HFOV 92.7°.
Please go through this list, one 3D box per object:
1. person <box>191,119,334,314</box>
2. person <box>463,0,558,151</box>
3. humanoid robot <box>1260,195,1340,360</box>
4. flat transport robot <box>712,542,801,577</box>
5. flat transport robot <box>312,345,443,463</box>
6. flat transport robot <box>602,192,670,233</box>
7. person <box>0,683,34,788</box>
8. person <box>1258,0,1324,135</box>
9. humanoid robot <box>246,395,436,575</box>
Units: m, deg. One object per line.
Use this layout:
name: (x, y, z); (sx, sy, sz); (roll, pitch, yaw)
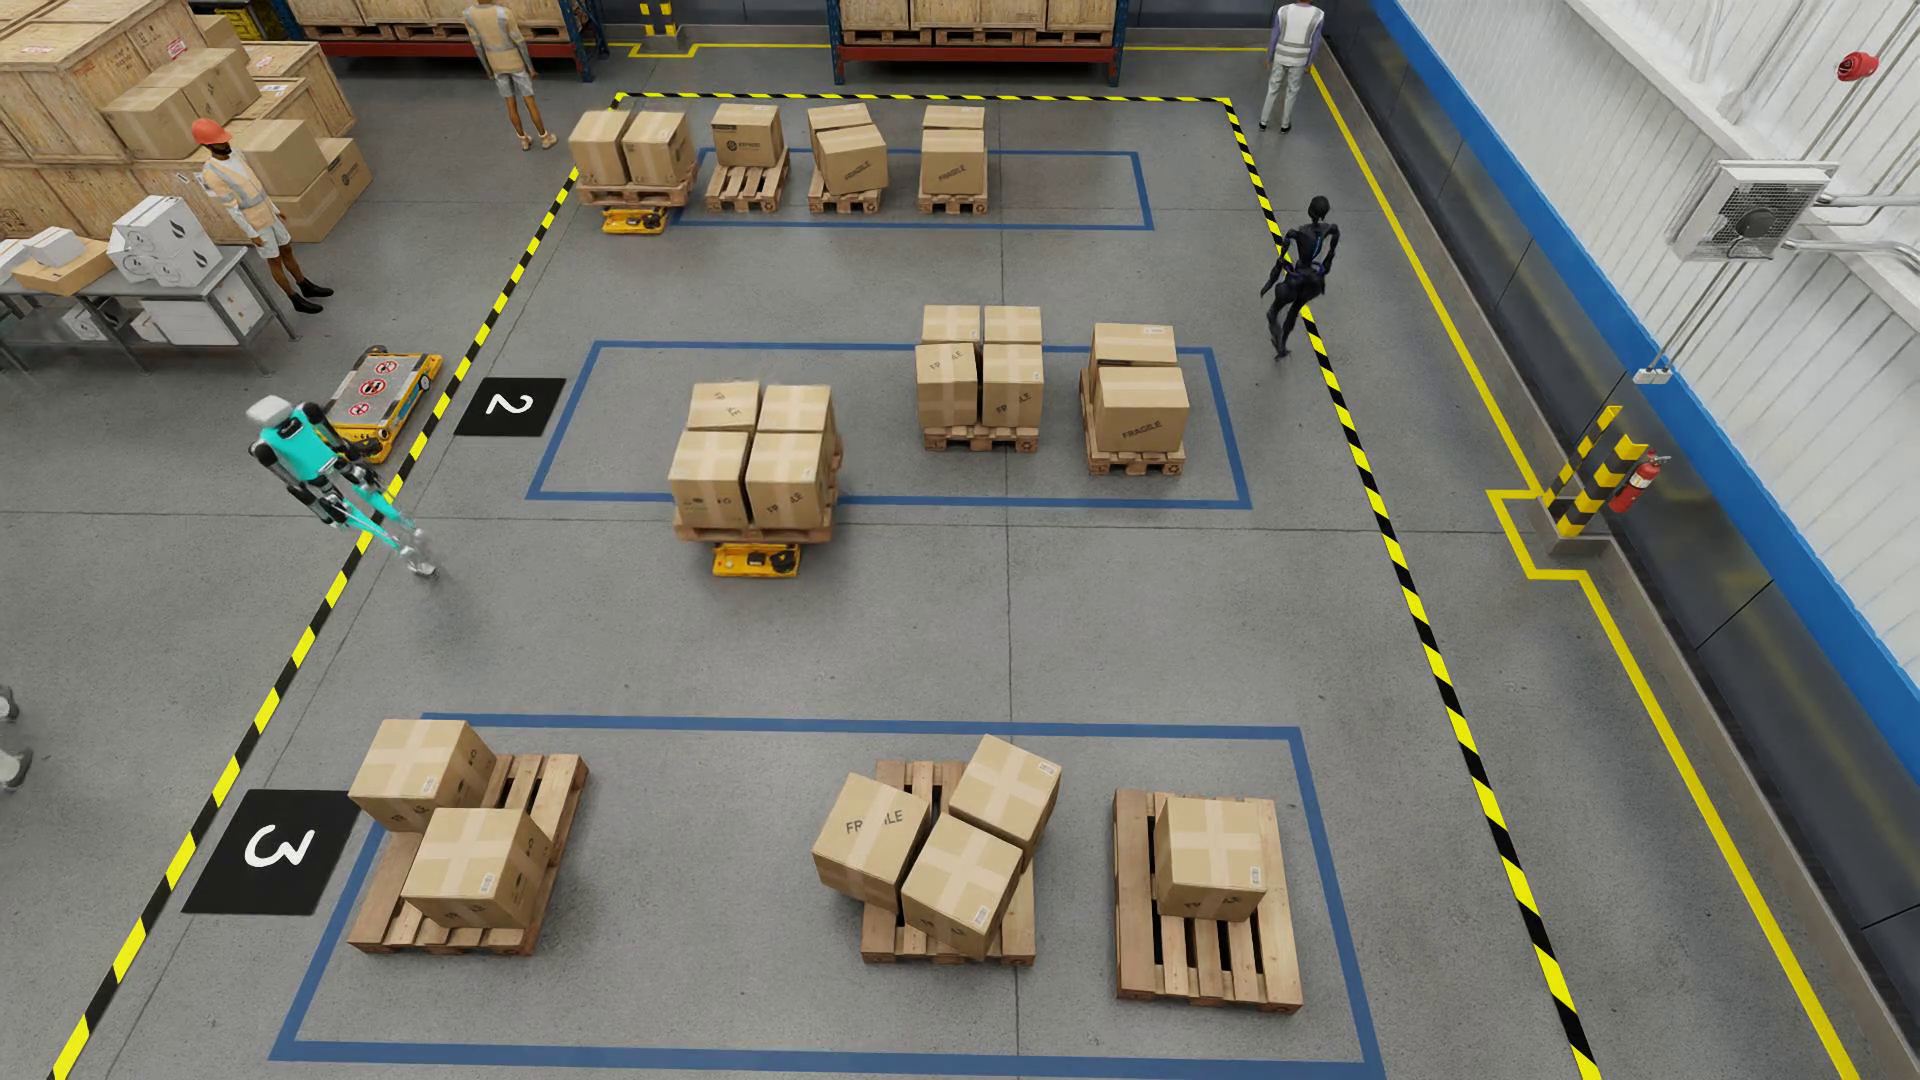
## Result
person: (-6.798, -3.132, 8.923); (0.358, 1.939, 0.542); (-1, 50, -1)
person: (-5.457, -5.742, 11.064); (0.604, 2.045, 0.369); (-2, 50, -2)
humanoid robot: (3.144, -2.357, 8.437); (0.600, 1.638, 0.469); (-7, 50, -6)
flat transport robot: (-1.605, -0.307, 7.609); (0.652, 0.197, 1.431); (1, 50, 1)
flat transport robot: (-5.383, -1.269, 8.441); (0.659, 0.231, 1.431); (1, 50, 1)
flat transport robot: (-3.715, -4.083, 10.804); (0.652, 0.197, 1.431); (1, 50, 1)
person: (-6.533, 0.807, 5.682); (0.608, 1.791, 0.953); (-21, 53, -17)
person: (4.128, -6.022, 11.442); (0.587, 1.825, 0.404); (18, 52, 14)
humanoid robot: (-4.302, -0.250, 6.652); (0.786, 1.832, 0.560); (16, 52, 13)
